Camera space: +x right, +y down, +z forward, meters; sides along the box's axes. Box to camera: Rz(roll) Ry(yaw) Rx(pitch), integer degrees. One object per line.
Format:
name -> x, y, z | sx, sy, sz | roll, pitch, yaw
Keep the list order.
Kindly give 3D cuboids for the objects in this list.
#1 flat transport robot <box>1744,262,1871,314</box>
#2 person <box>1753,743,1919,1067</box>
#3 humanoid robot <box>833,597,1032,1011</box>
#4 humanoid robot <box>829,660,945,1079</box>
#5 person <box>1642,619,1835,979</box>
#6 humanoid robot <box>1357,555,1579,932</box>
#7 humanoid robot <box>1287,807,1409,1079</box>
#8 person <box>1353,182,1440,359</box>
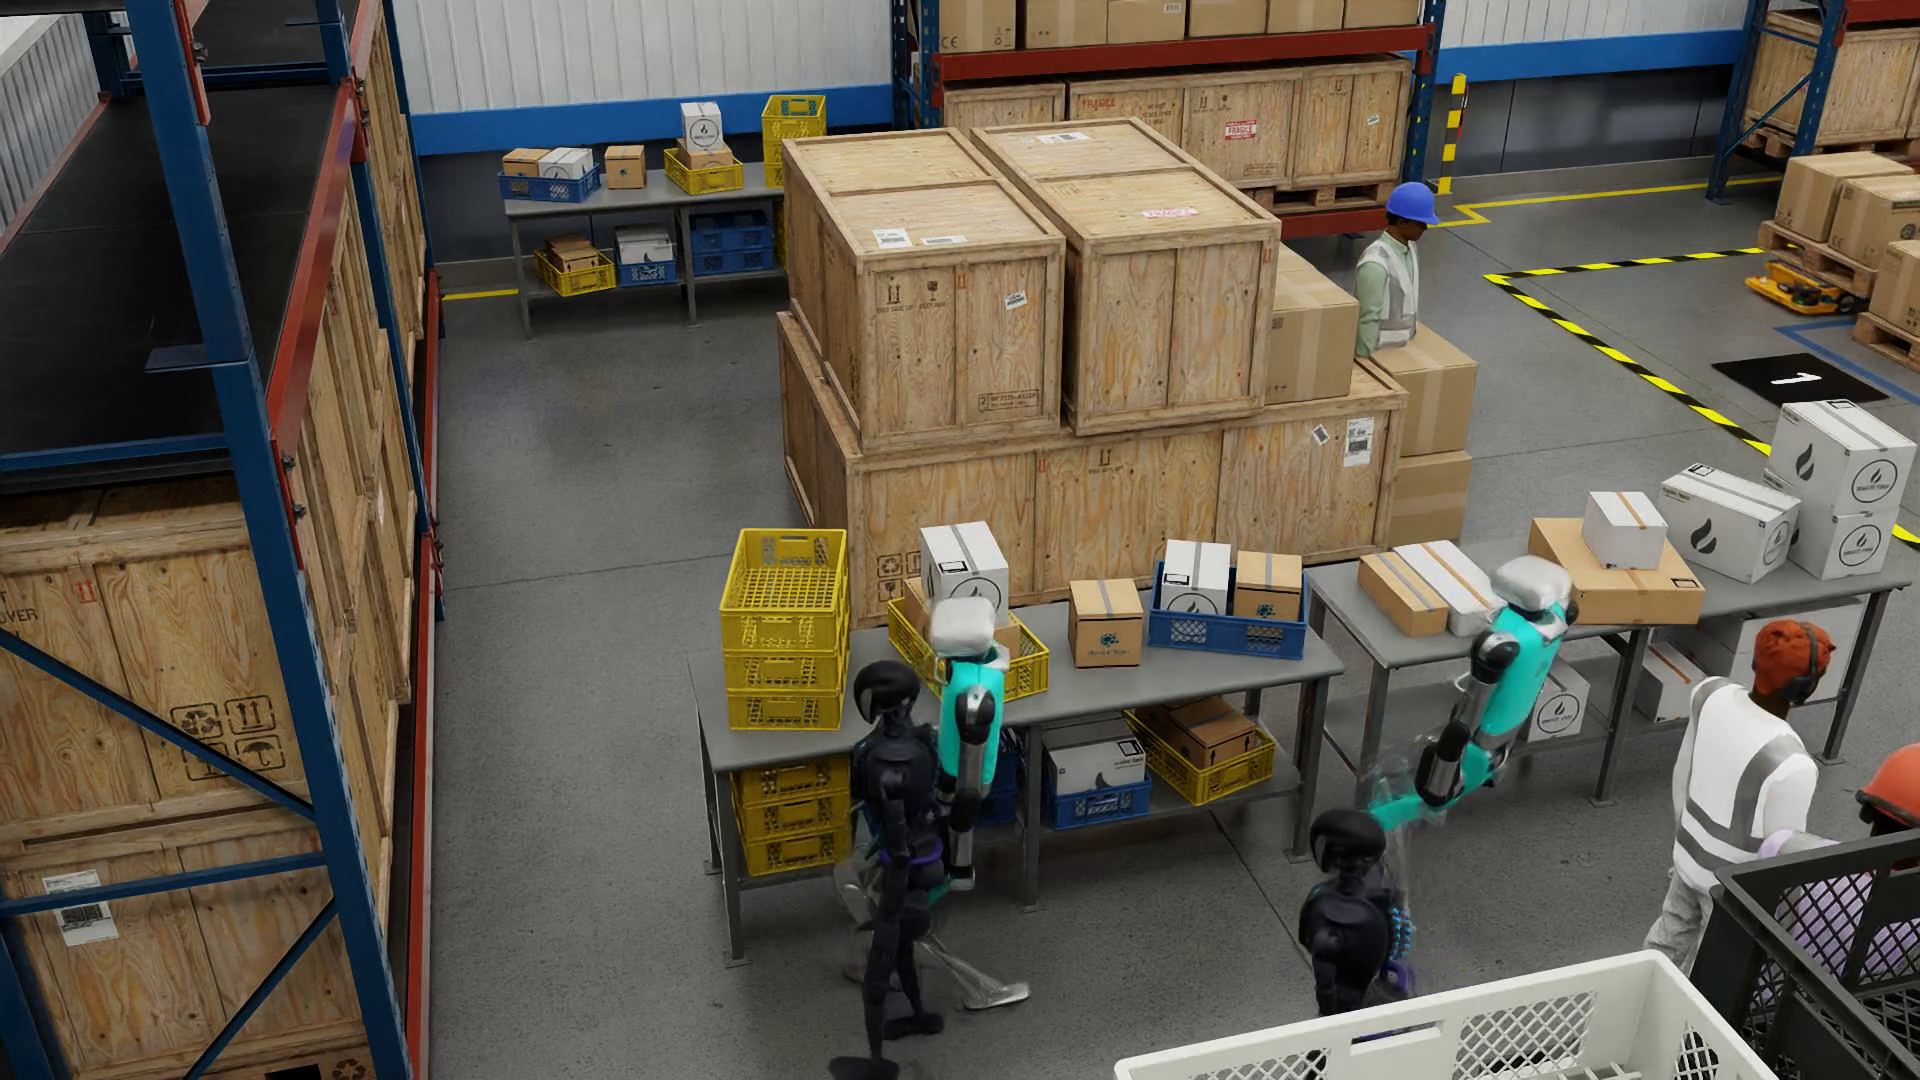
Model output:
flat transport robot -> 6.825, -1.986, 12.692 | 1.431, 0.197, 0.652 | -7, 30, -13
person -> 2.450, 1.423, 4.711 | 0.401, 2.033, 0.608 | -25, 38, -38
humanoid robot -> -0.185, 0.983, 5.829 | 0.932, 1.767, 0.549 | 1, 29, 1
humanoid robot -> -0.256, 1.111, 5.630 | 0.403, 1.648, 0.611 | -1, 29, -2
person -> 2.529, 1.086, 5.470 | 0.357, 1.886, 0.572 | -6, 29, -10
humanoid robot -> 1.761, 0.807, 6.187 | 0.544, 1.823, 0.755 | -24, 37, -36
humanoid robot -> 1.211, 1.489, 5.005 | 0.763, 1.634, 0.599 | 14, 32, 24
person -> 2.363, -1.057, 9.311 | 0.413, 1.937, 0.606 | 18, 34, 29
